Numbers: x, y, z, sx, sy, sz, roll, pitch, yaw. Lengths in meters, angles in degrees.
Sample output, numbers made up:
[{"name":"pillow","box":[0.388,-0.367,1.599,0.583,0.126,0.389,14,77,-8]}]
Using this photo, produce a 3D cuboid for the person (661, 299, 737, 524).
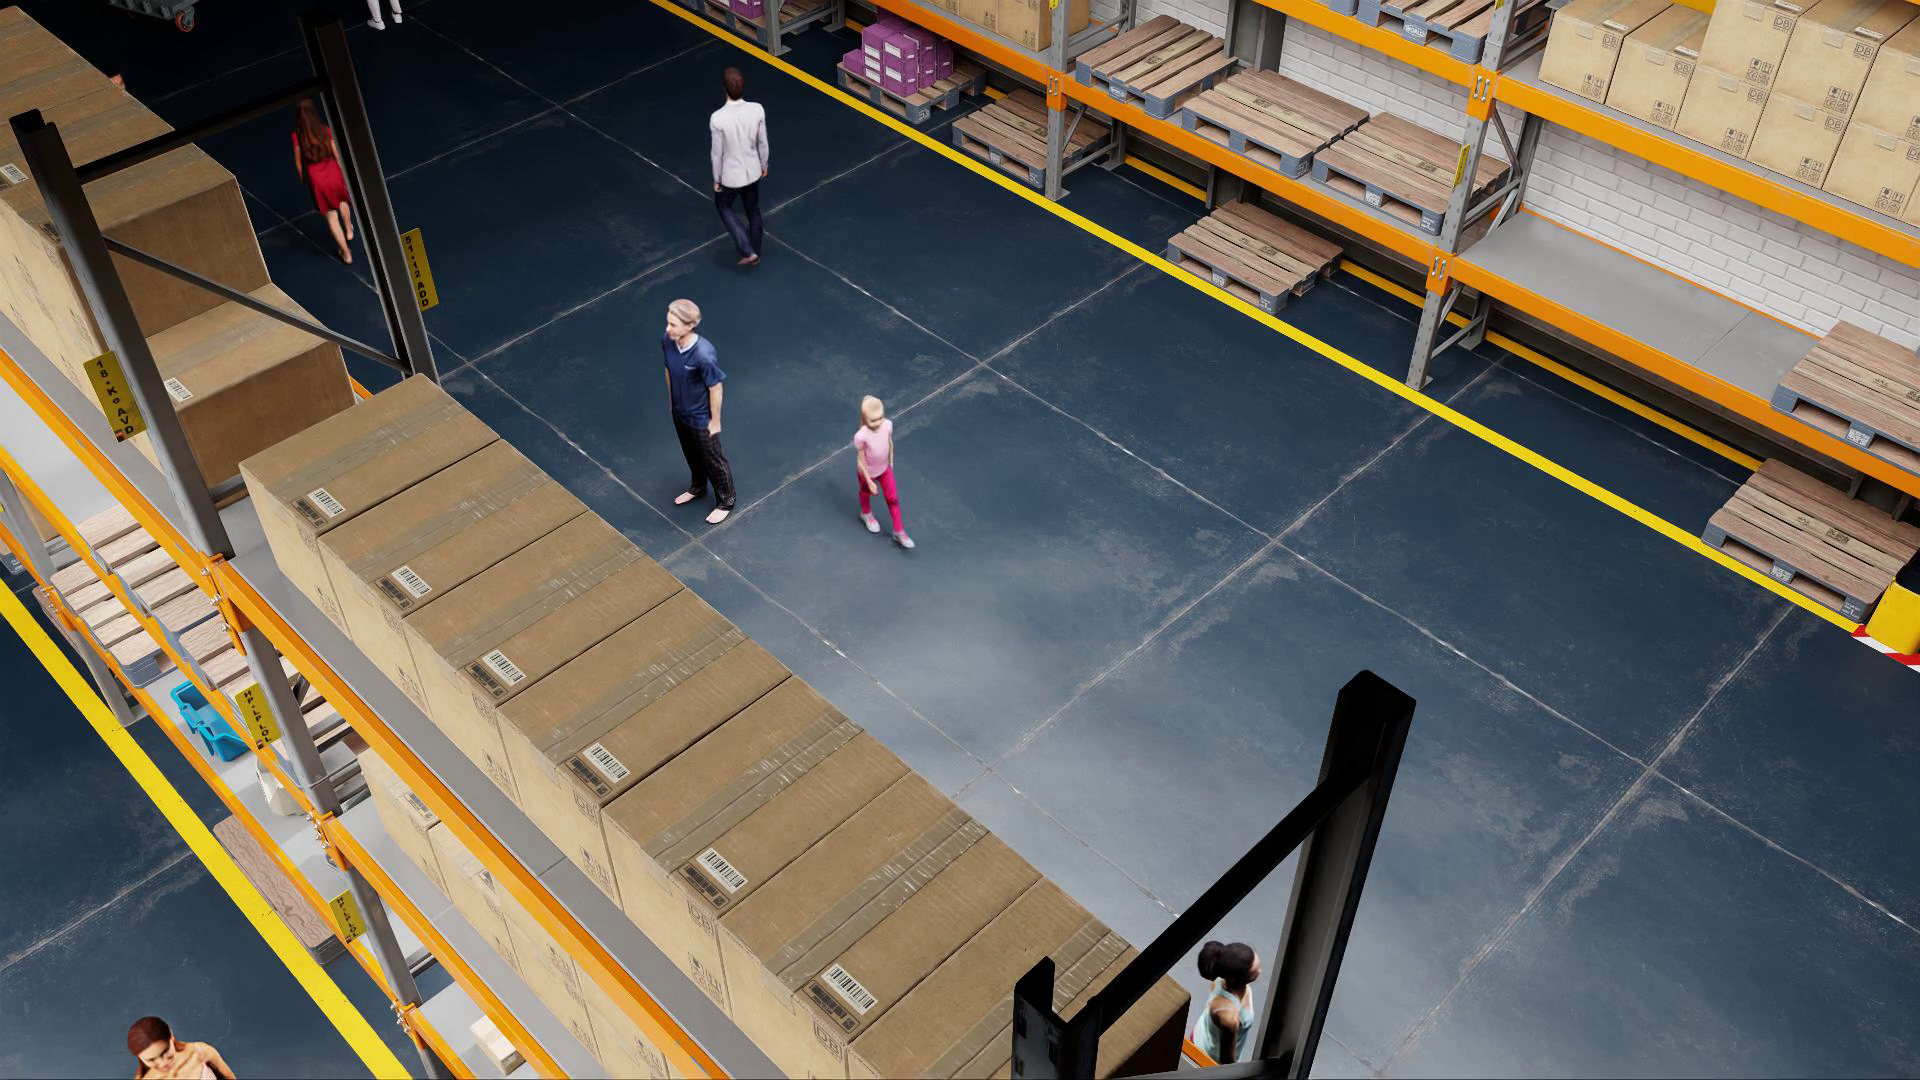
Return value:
[{"name":"person","box":[-1.878,-0.926,11.819,0.491,1.871,0.728,30,51,28]}]

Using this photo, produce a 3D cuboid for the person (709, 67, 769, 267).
[{"name":"person","box":[-1.836,-3.081,14.107,0.778,1.836,0.801,-23,48,-22]}]

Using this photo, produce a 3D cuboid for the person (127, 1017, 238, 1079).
[{"name":"person","box":[-3.583,2.806,7.931,0.577,1.832,0.496,-34,53,-30]}]

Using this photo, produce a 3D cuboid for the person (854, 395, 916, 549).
[{"name":"person","box":[-0.648,-0.553,11.876,0.606,1.254,0.841,-24,49,-23]}]

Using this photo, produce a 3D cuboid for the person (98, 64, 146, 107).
[{"name":"person","box":[-7.208,-3.324,14.408,1.176,1.772,0.931,20,47,20]}]

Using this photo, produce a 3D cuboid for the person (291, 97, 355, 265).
[{"name":"person","box":[-5.456,-3.073,14.318,0.649,1.533,0.872,-23,48,-23]}]

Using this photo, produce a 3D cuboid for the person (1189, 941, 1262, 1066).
[{"name":"person","box":[1.292,2.531,8.268,0.734,1.764,0.686,4,44,4]}]
